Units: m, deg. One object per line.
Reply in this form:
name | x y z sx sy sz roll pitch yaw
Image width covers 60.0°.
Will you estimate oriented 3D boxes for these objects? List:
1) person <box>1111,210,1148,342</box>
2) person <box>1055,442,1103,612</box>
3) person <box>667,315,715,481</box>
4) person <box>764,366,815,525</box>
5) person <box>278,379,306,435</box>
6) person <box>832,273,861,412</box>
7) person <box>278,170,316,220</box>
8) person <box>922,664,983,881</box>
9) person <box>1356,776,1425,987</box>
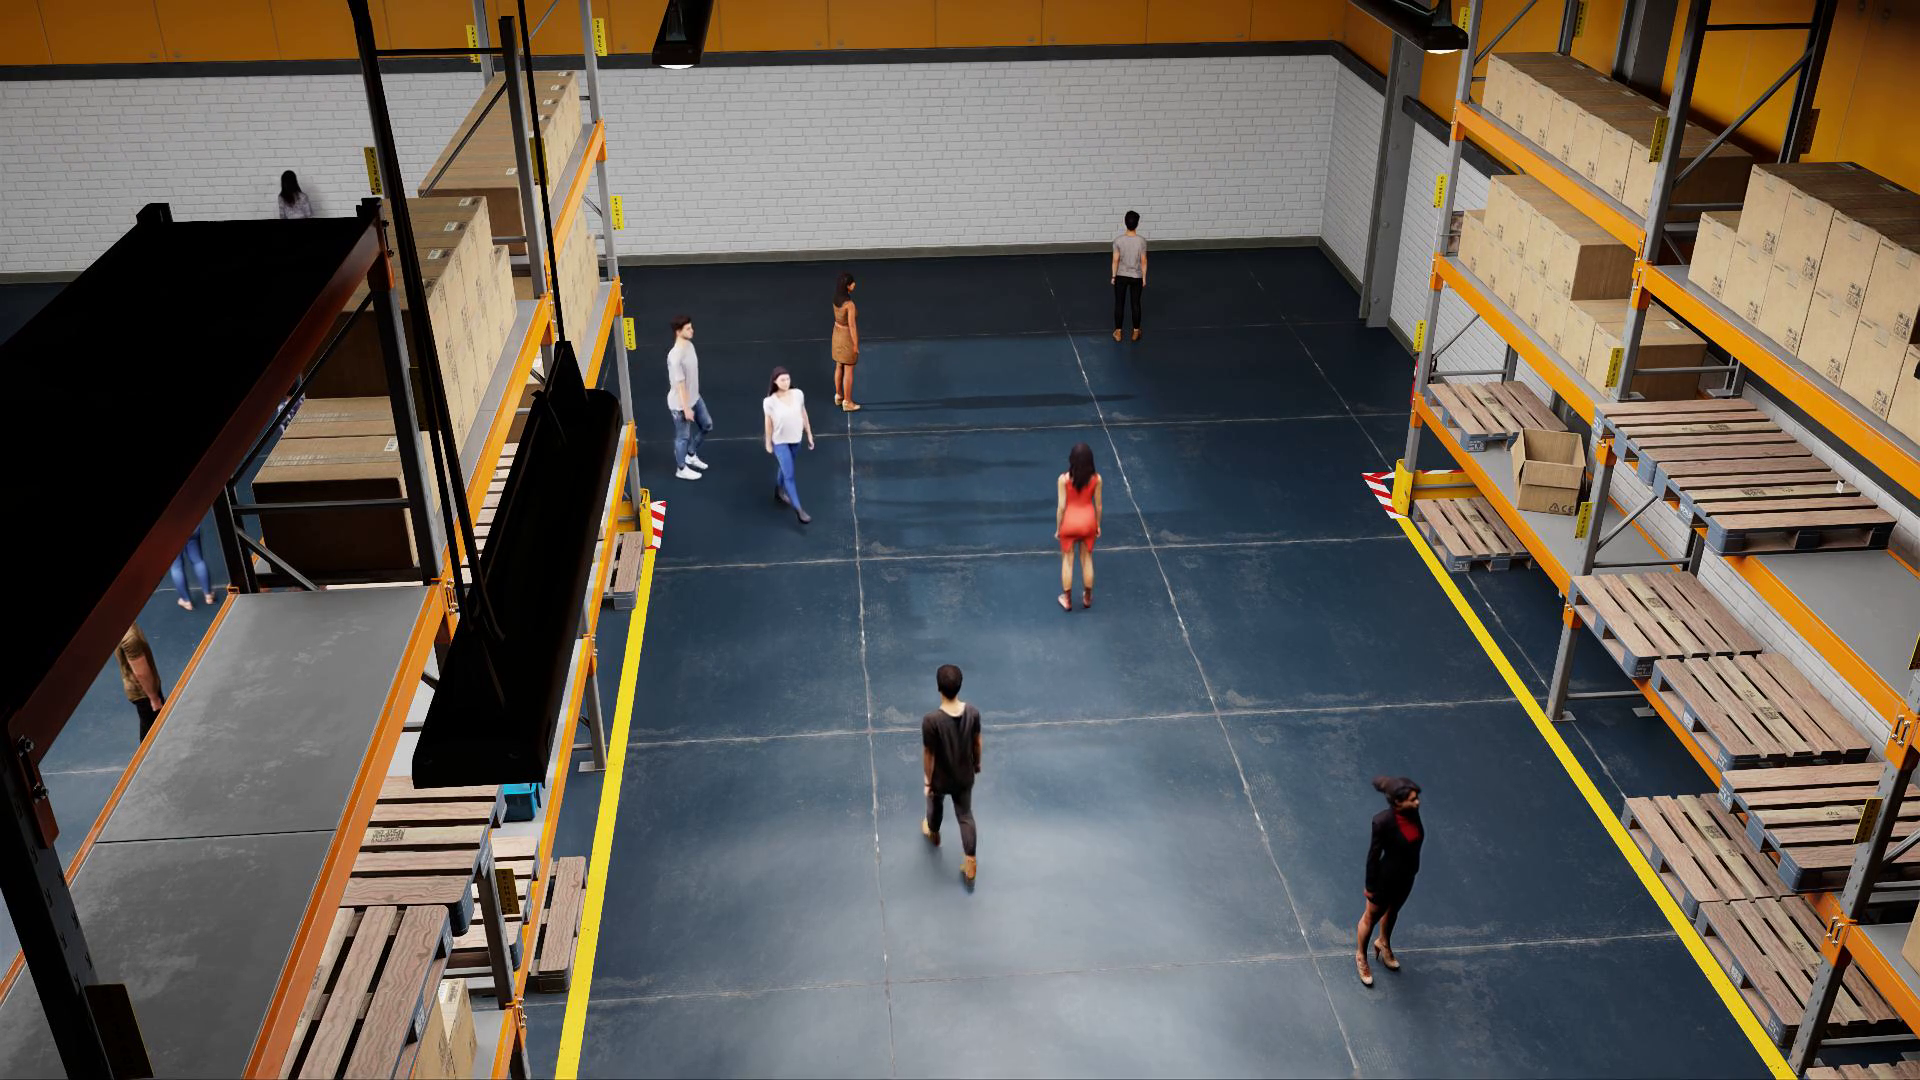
person | 2.190 -3.434 21.603 0.643 1.722 0.576 2 29 4
person | 1.102 -0.128 15.545 0.604 1.719 0.534 -5 29 -9
person | -3.047 -1.532 17.954 0.837 1.876 0.711 8 30 14
person | -1.835 -1.022 17.273 1.000 1.633 1.187 -21 35 -33
person | -7.169 -1.202 17.999 0.637 1.255 0.580 23 36 36
person | -1.352 -2.343 19.639 0.689 1.686 0.581 -17 33 -28
person | -9.196 -4.287 23.156 0.657 1.732 0.581 3 29 5
person | -0.039 1.728 12.179 0.809 1.683 1.135 -9 30 -16
person | 2.900 2.283 11.209 0.699 1.638 0.753 -18 33 -29
